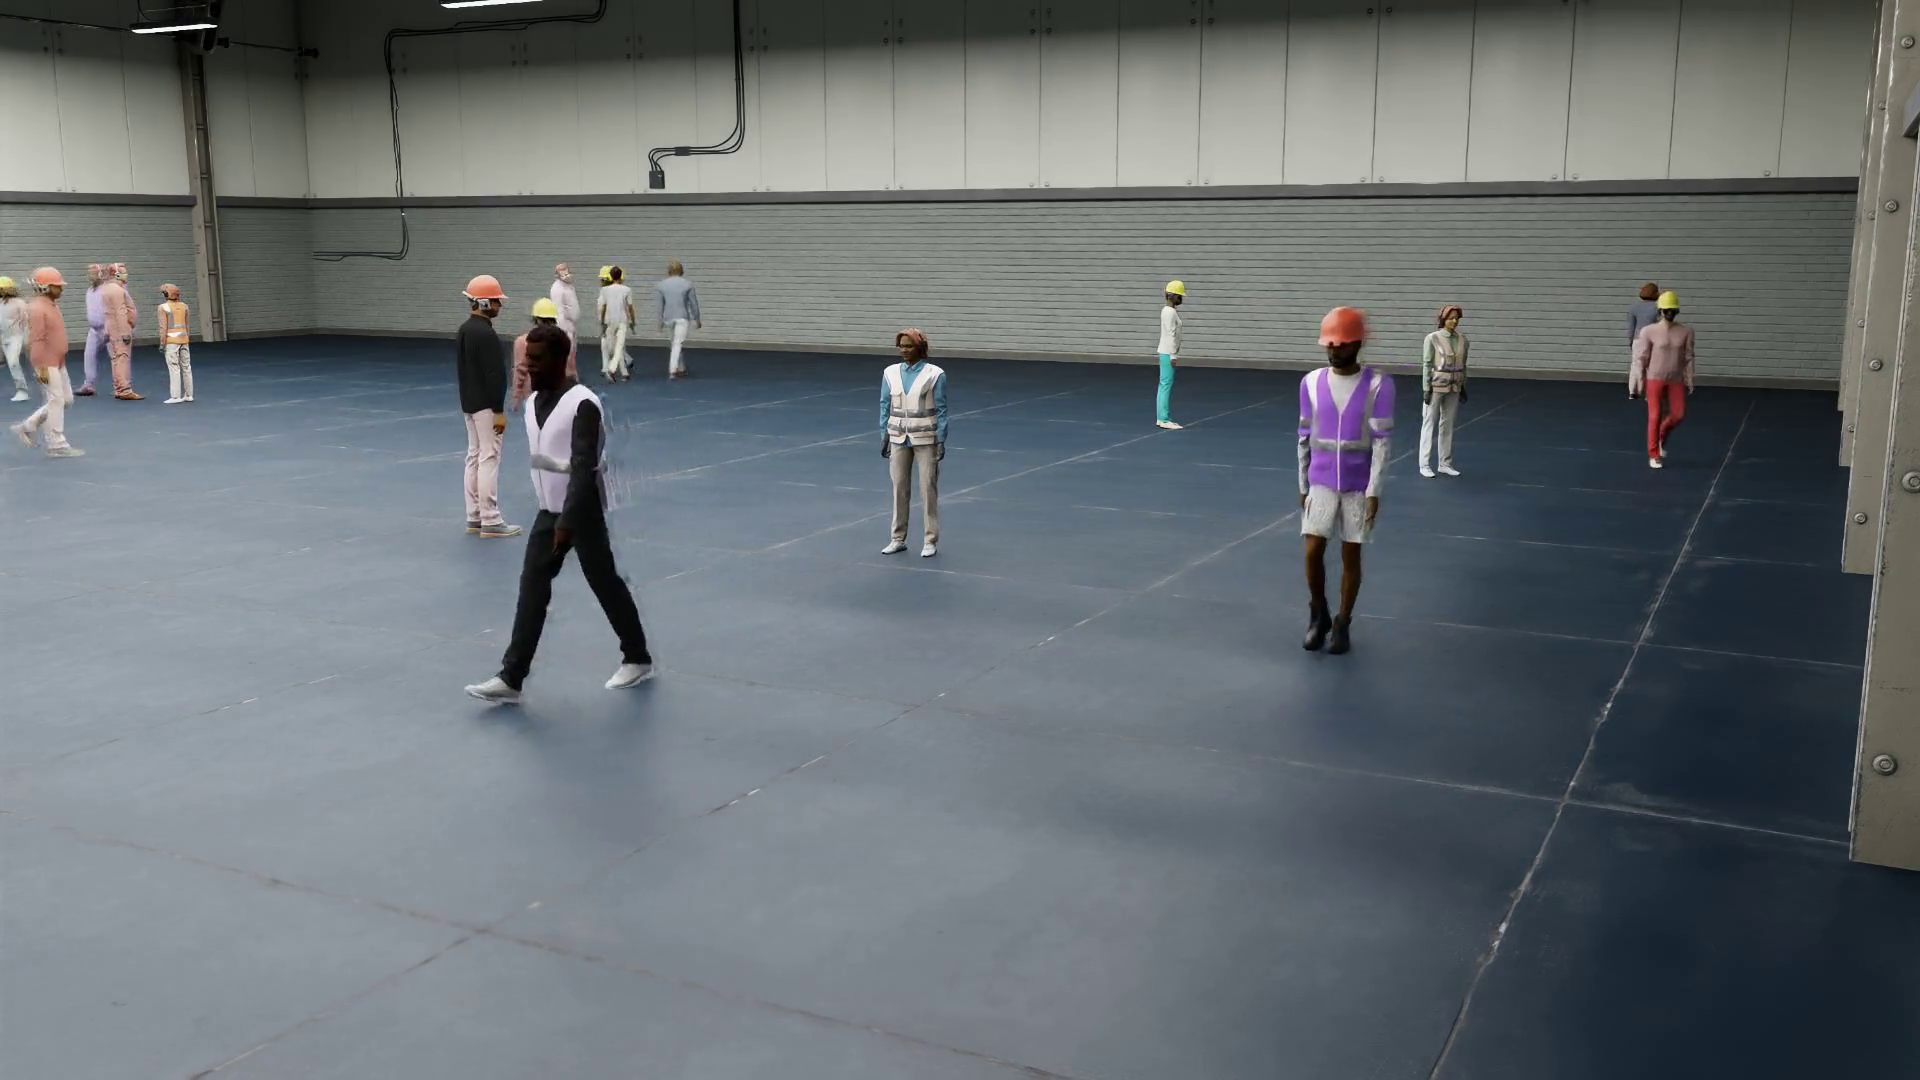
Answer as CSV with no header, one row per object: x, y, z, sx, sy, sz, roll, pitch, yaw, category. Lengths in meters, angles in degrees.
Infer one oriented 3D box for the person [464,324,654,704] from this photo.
-1.966,-0.125,8.219,0.608,1.865,1.029,9,14,41,person

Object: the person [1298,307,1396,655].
2.083,-0.305,9.071,0.540,1.915,0.454,5,11,25,person

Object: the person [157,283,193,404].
-10.752,-2.687,22.788,0.308,1.641,0.515,3,11,18,person

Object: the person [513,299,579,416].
-3.592,-1.234,14.578,0.552,1.729,0.799,-7,12,-33,person

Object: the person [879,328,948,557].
-0.334,-0.696,11.935,0.524,1.639,0.308,4,11,23,person

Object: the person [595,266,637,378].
-5.590,-3.513,26.843,0.574,1.810,0.619,-7,13,-34,person

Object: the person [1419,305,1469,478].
4.623,-1.420,15.877,0.515,1.641,0.315,-4,11,-23,person

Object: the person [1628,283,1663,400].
9.603,-2.776,23.292,0.268,1.632,0.507,-9,14,-40,person

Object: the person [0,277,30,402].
-13.165,-2.772,23.023,0.488,1.724,0.530,3,11,18,person

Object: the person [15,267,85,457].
-9.497,-1.833,17.233,0.607,1.975,0.617,-2,11,-10,person

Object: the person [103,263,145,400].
-11.735,-2.918,23.318,0.405,1.911,0.636,-8,13,-36,person

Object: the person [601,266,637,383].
-5.371,-3.371,26.066,0.553,1.828,0.950,2,11,9,person

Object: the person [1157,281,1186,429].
2.520,-2.202,19.826,0.328,1.760,0.524,0,10,0,person

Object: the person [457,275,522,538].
-3.623,-1.021,12.739,0.397,1.992,0.621,-7,13,-35,person

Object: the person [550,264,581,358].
-5.996,-3.257,25.309,0.494,1.868,0.804,1,10,4,person

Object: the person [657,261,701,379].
-4.541,-3.537,26.797,0.645,1.883,1.068,3,11,15,person

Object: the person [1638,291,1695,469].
6.993,-1.597,16.529,0.546,1.750,0.485,1,10,4,person

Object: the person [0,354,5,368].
-16.656,-3.665,28.274,0.505,1.590,0.853,1,10,8,person

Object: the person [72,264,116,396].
-12.313,-2.973,23.717,0.648,1.878,0.846,5,12,25,person
